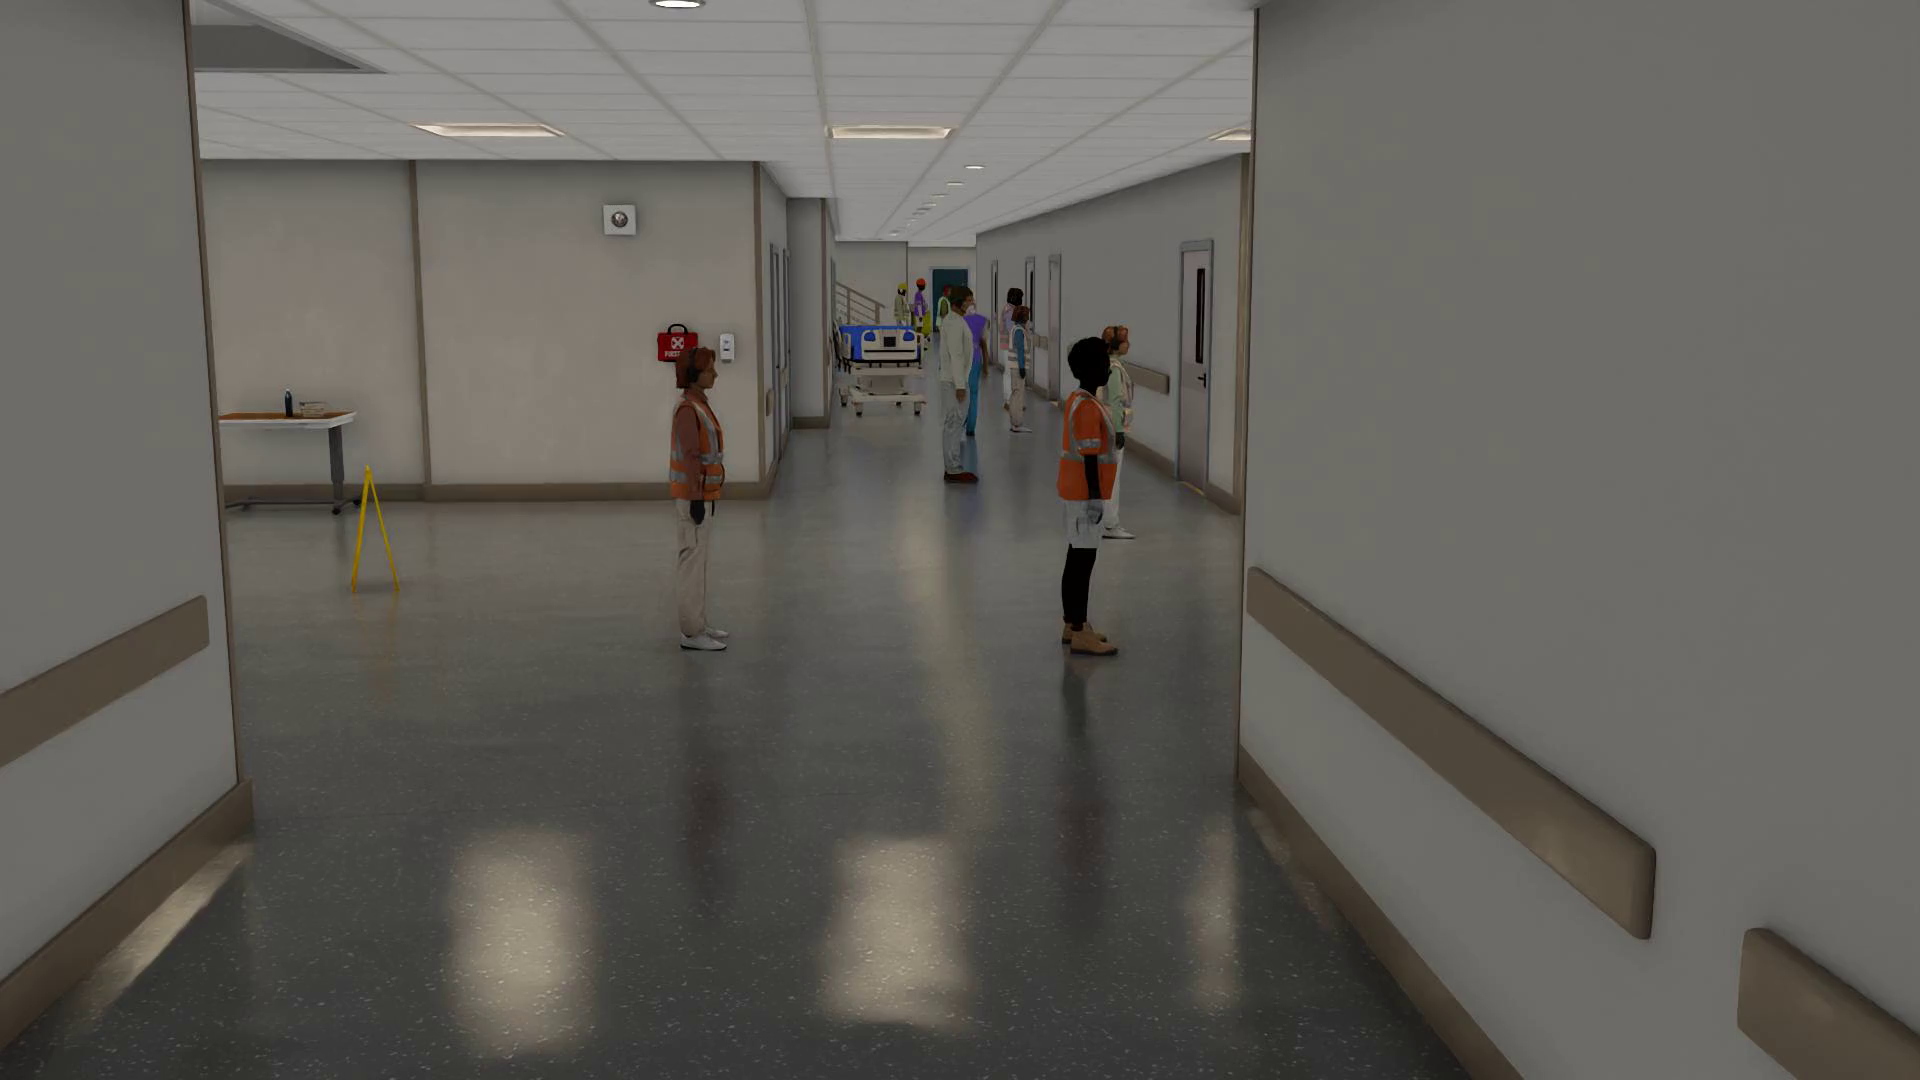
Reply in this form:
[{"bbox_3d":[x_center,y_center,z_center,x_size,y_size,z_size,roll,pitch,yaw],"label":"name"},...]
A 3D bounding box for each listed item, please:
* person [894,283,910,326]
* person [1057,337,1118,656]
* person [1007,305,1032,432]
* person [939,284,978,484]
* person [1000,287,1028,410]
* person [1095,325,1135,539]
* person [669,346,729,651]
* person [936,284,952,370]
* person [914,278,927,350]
[{"bbox_3d":[-1.499,-5.696,42.800,0.403,1.825,0.586,-1,9,-4],"label":"person"},{"bbox_3d":[0.684,-0.237,8.923,0.319,1.696,0.532,-1,9,-4],"label":"person"},{"bbox_3d":[0.769,-2.210,21.495,0.308,1.639,0.510,-1,9,-4],"label":"person"},{"bbox_3d":[-0.017,-1.521,16.241,0.373,1.936,0.629,-1,9,-4],"label":"person"},{"bbox_3d":[0.813,-2.876,25.058,0.429,1.840,0.624,-1,9,-4],"label":"person"},{"bbox_3d":[1.183,-0.833,12.843,0.308,1.640,0.510,-1,9,-4],"label":"person"},{"bbox_3d":[-1.427,-0.227,9.042,0.308,1.640,0.510,-1,9,-4],"label":"person"},{"bbox_3d":[-0.325,-4.532,35.425,0.390,1.846,0.564,-1,9,-4],"label":"person"},{"bbox_3d":[-1.055,-6.069,44.783,0.357,1.938,0.542,-1,9,-4],"label":"person"}]
